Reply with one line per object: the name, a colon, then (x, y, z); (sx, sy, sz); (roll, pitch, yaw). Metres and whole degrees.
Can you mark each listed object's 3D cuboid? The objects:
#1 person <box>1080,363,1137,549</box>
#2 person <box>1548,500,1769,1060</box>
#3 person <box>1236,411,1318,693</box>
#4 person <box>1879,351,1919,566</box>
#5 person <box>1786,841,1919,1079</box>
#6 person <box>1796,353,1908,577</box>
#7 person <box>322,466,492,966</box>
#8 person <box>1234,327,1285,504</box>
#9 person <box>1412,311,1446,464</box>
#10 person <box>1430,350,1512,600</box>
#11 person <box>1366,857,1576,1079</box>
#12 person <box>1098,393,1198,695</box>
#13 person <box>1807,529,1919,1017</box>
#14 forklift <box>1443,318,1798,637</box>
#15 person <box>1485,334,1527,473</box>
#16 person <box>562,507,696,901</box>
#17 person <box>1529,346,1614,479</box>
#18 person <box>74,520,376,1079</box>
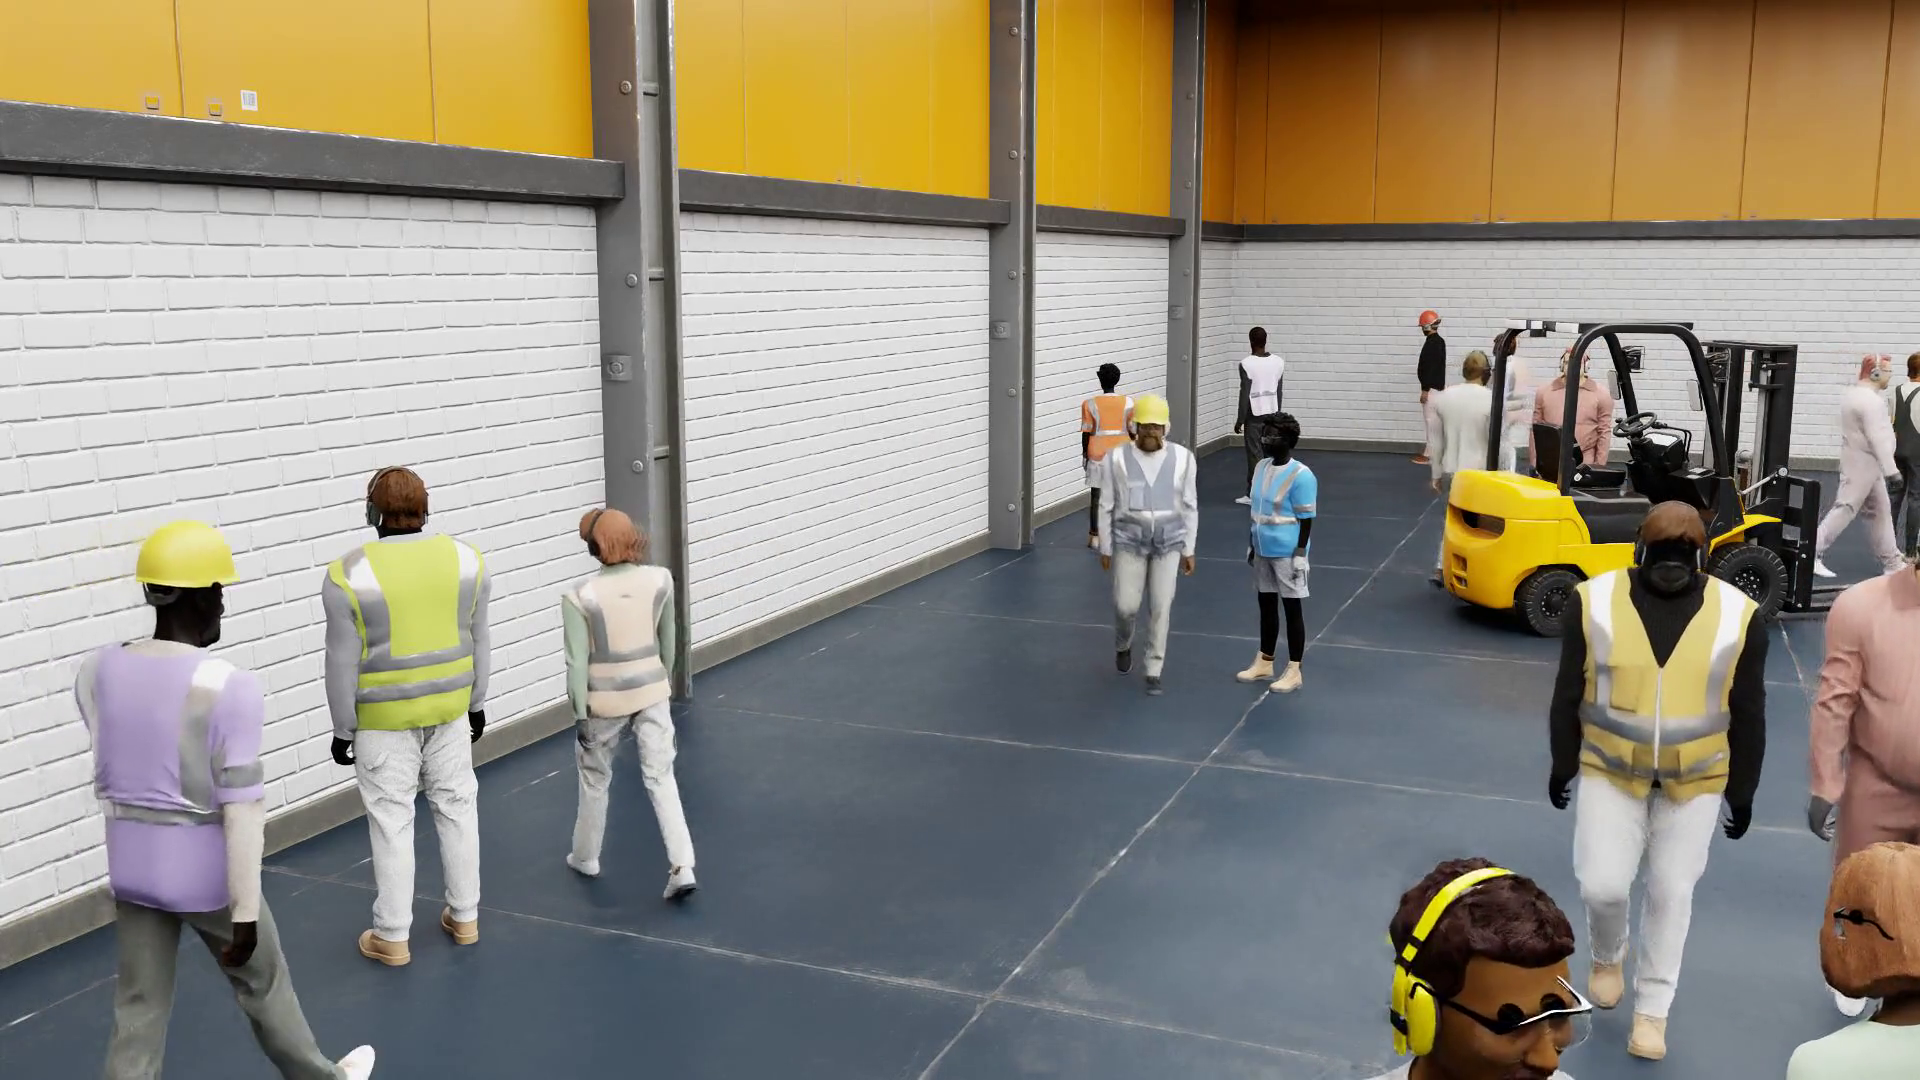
person: (1.348, -0.753, 15.065); (0.531, 1.694, 0.320); (-1, 9, -4)
person: (2.261, 0.768, 5.428); (0.652, 1.827, 0.443); (3, 10, 20)
person: (1.925, 0.069, 10.063); (0.321, 1.697, 0.530); (-5, 11, -28)
person: (8.157, -0.693, 14.240); (0.345, 1.845, 0.508); (-4, 10, -20)
person: (1.543, 1.301, 2.791); (0.499, 1.633, 0.281); (-3, 10, -18)
person: (7.406, -0.589, 13.603); (0.976, 1.862, 0.652); (4, 10, 24)
person: (-2.039, 0.642, 6.156); (0.627, 1.844, 0.429); (-8, 12, -41)
person: (3.221, -1.328, 17.878); (0.587, 1.914, 0.390); (-6, 11, -30)
person: (6.094, -1.977, 21.595); (0.401, 1.984, 0.611); (6, 11, 30)
person: (3.933, -0.492, 12.798); (0.436, 1.926, 0.646); (-6, 11, -32)
person: (0.628, 1.304, 2.102); (0.560, 1.851, 0.526); (-5, 10, -26)
person: (1.128, 0.014, 10.031); (0.588, 1.814, 0.477); (0, 9, -1)
person: (3.033, 0.772, 5.249); (0.644, 1.879, 0.857); (5, 10, 27)
forklift: (4.706, -0.497, 11.990); (2.313, 2.155, 1.214); (-2, 10, -10)
person: (5.930, -1.346, 18.240); (0.470, 1.824, 0.638); (9, 13, 43)
person: (-1.360, 0.656, 6.771); (0.516, 1.604, 0.805); (-6, 11, -32)
person: (5.006, -0.639, 13.710); (0.642, 1.913, 0.408); (6, 11, 31)
person: (-2.071, 0.875, 4.624); (0.591, 1.886, 0.945); (2, 10, 13)
